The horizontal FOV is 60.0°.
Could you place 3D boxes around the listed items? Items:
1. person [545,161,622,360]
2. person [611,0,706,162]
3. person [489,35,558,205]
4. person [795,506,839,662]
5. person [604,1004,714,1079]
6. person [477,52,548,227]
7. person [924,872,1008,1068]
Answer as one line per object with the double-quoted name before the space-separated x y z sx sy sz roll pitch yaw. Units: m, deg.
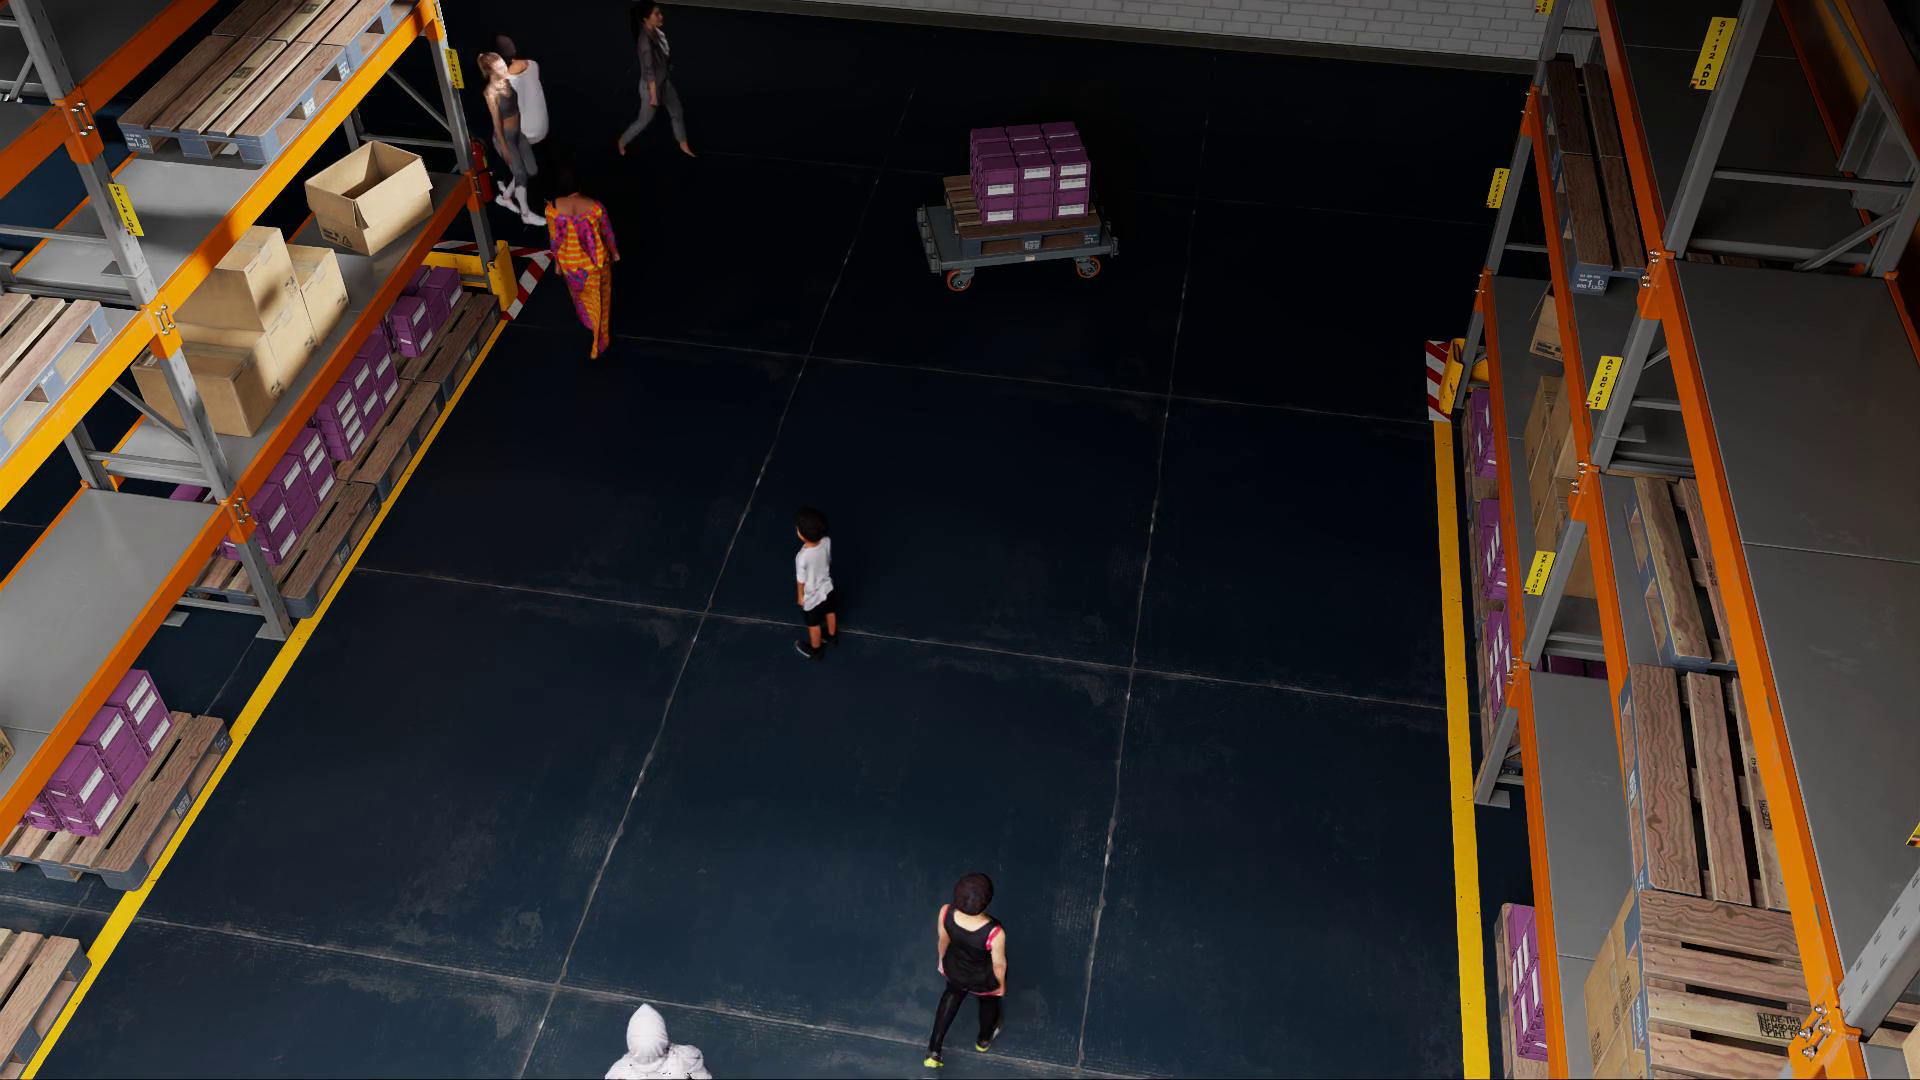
"person" -3.033 -2.232 13.340 0.806 1.645 1.008 -2 44 -2
"person" -2.908 -4.194 15.400 0.787 1.644 1.069 2 44 2
"person" -3.858 -3.685 14.851 1.006 1.665 1.002 32 52 29
"person" -0.945 0.289 10.974 0.615 1.258 0.530 26 50 25
"person" -1.377 2.872 7.917 0.906 1.735 1.182 -8 44 -8
"person" -4.045 -3.531 14.671 0.632 1.690 0.649 8 44 8
"person" 0.031 2.286 8.675 0.711 1.537 0.890 23 48 22
